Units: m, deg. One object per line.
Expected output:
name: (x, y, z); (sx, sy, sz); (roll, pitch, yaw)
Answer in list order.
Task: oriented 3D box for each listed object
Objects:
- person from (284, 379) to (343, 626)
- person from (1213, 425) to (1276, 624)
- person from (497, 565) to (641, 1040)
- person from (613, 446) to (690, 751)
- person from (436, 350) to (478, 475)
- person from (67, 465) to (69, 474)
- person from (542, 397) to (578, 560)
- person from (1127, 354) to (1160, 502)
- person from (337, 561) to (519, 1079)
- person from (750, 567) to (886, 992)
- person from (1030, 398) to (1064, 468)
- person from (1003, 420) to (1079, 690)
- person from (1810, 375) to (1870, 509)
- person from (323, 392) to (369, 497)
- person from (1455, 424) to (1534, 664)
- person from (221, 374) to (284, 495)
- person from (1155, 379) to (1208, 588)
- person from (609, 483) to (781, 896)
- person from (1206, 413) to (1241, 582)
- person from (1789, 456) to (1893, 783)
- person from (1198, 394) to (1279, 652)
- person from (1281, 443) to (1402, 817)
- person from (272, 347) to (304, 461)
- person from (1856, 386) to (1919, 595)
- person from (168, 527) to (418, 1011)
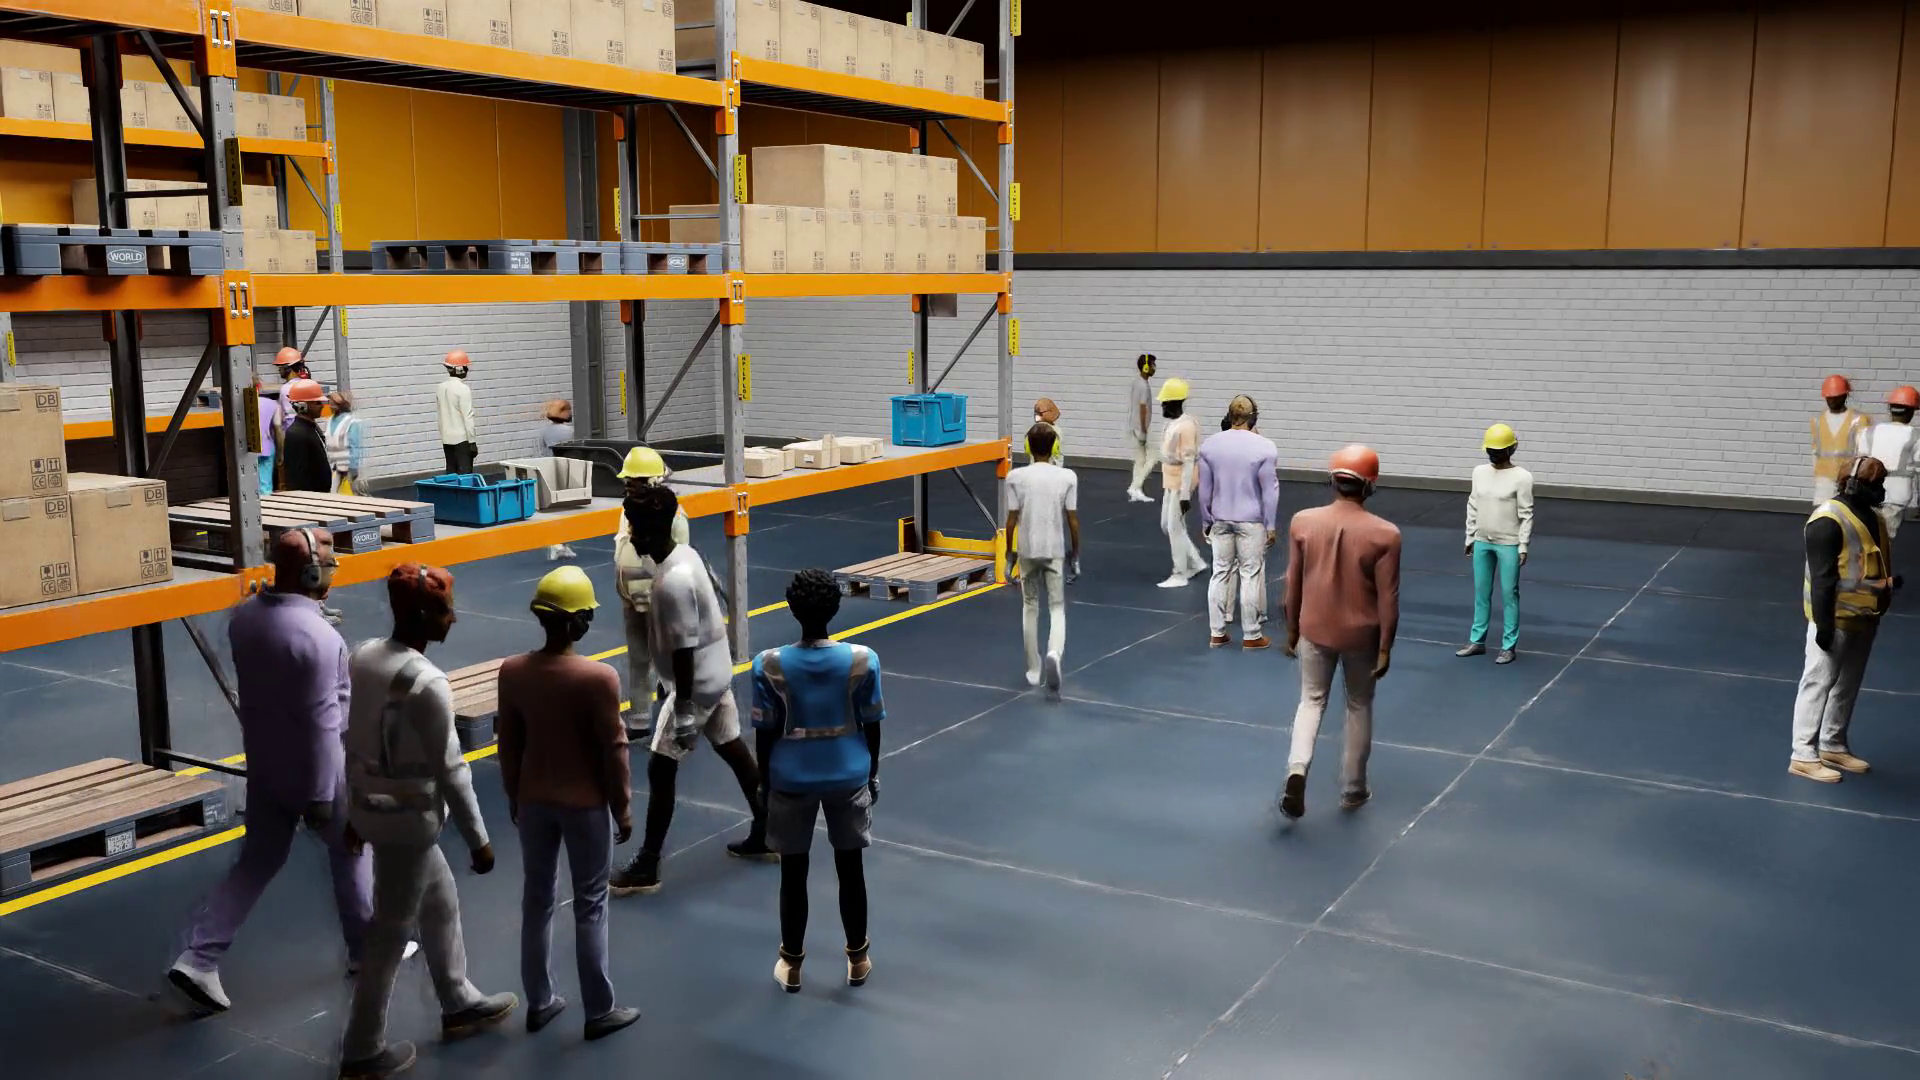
person: (-5.245, -0.300, 13.438); (0.375, 1.995, 0.611); (-3, 9, -15)
person: (2.303, -0.130, 13.482); (0.520, 1.639, 0.312); (1, 9, 9)
person: (-1.459, 0.971, 6.214); (0.533, 1.767, 0.326); (3, 10, 19)
person: (-1.848, 0.350, 9.905); (0.404, 1.830, 0.601); (-9, 13, -44)
person: (-5.568, -1.112, 18.504); (0.611, 1.996, 0.379); (8, 12, 40)
person: (-7.138, -0.142, 12.947); (0.619, 1.838, 0.430); (5, 10, 28)
person: (-3.923, -0.599, 16.458); (0.531, 1.620, 0.369); (8, 12, 42)
person: (2.294, -1.377, 20.621); (0.385, 1.855, 0.511); (-1, 9, -9)
person: (-1.852, 0.980, 5.881); (0.855, 1.851, 0.607); (-8, 12, -42)
person: (-0.559, 0.947, 6.576); (0.535, 1.700, 0.318); (-2, 9, -11)
person: (0.836, -0.579, 16.306); (0.289, 1.632, 0.497); (-5, 11, -30)
person: (0.549, 0.117, 11.308); (0.516, 1.853, 0.682); (0, 9, 1)
person: (8.395, -0.639, 15.867); (0.559, 1.899, 0.897); (8, 12, 42)
person: (-6.516, -0.786, 17.692); (0.527, 1.602, 0.835); (5, 10, 29)
person: (3.914, 0.026, 12.144); (0.335, 1.760, 0.523); (-7, 12, -38)
person: (-7.516, -0.886, 17.710); (0.579, 1.796, 0.932); (-4, 10, -22)
person: (2.024, -0.504, 15.044); (0.612, 1.897, 0.632); (-1, 9, -9)
person: (-1.248, 0.672, 7.730); (0.870, 1.895, 0.675); (-1, 9, -5)
person: (2.279, -0.226, 13.896); (0.529, 1.697, 0.321); (3, 9, 15)
person: (4.977, 0.440, 9.342); (0.617, 1.836, 0.430); (-6, 11, -33)
person: (2.096, -0.128, 12.539); (0.630, 1.938, 0.366); (6, 11, 34)
person: (1.959, 0.483, 8.635); (0.621, 1.969, 0.771); (5, 10, 27)
person: (-7.238, -1.070, 18.094); (0.391, 2.040, 0.615); (0, 9, 0)
person: (7.971, -0.367, 14.202); (0.999, 1.878, 0.559); (-7, 11, -35)
person: (-2.637, 0.879, 6.486); (0.626, 1.867, 0.925); (6, 11, 33)
